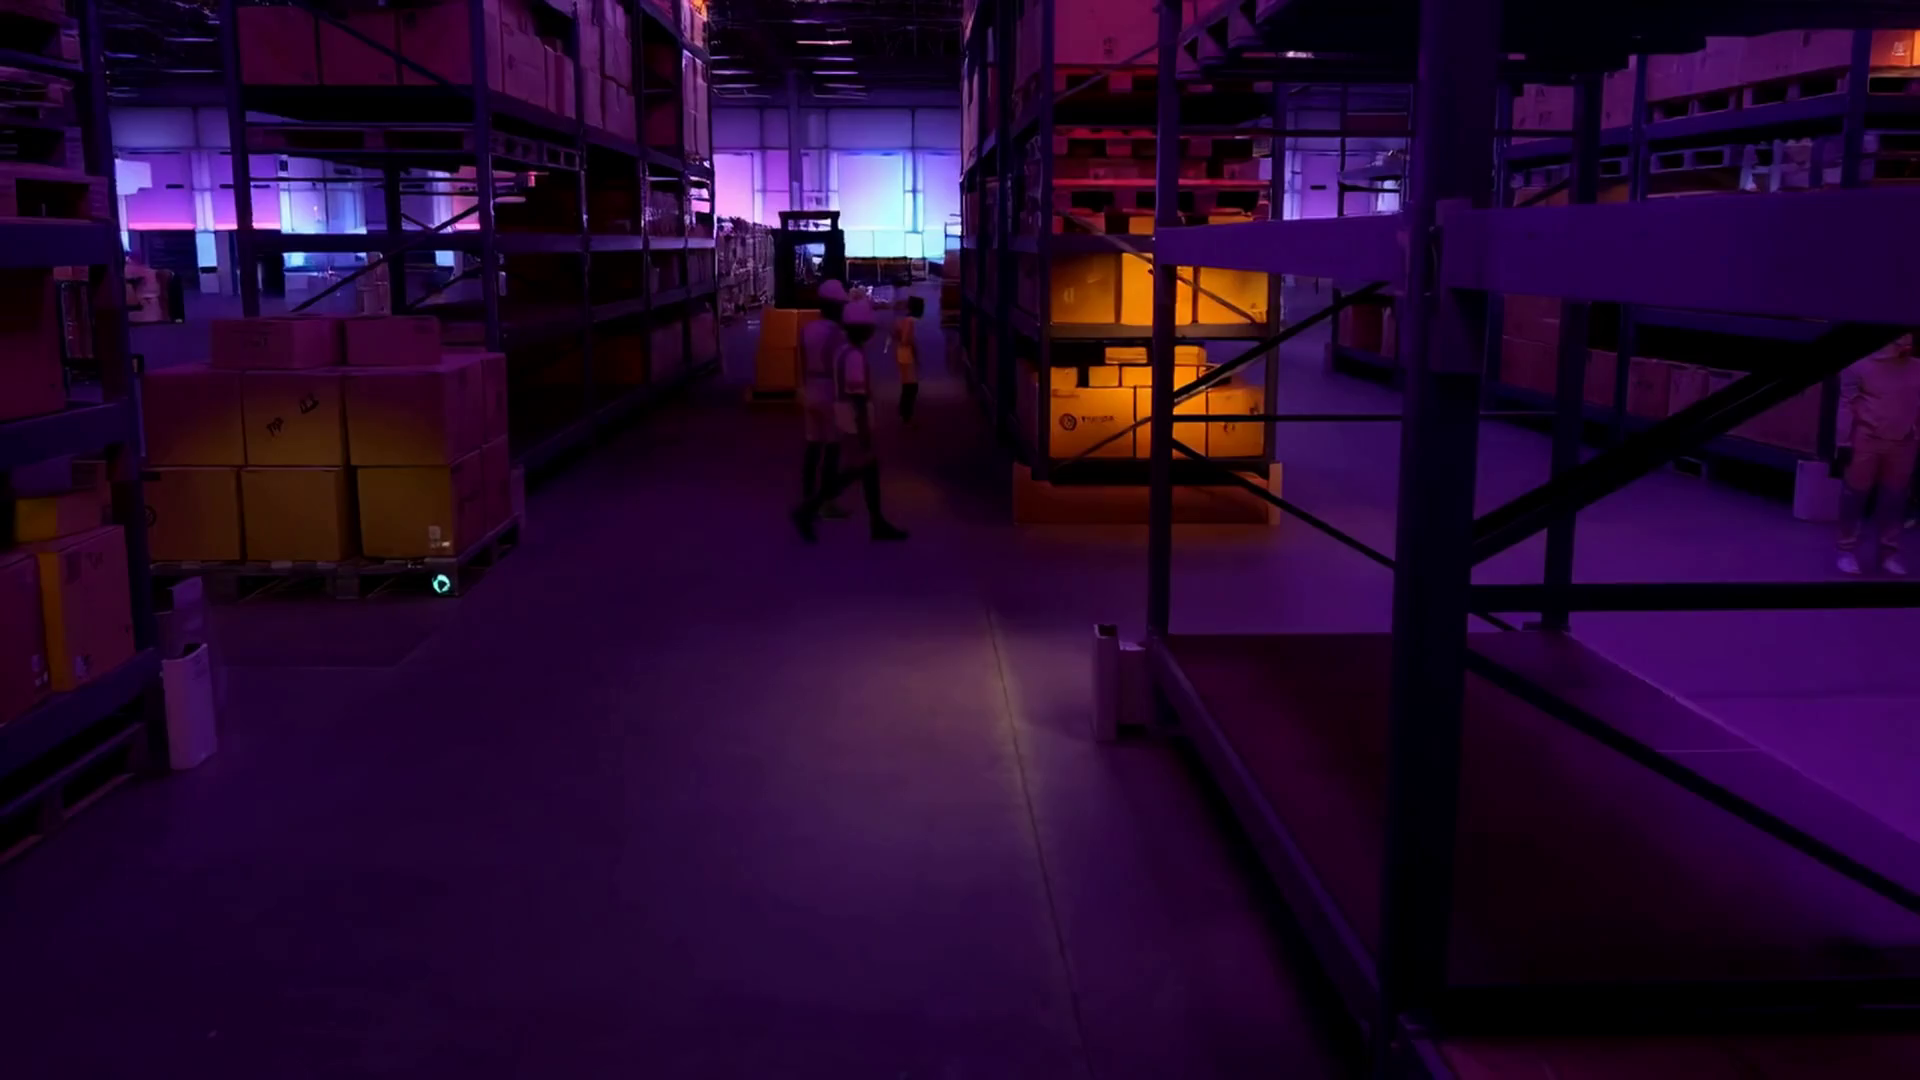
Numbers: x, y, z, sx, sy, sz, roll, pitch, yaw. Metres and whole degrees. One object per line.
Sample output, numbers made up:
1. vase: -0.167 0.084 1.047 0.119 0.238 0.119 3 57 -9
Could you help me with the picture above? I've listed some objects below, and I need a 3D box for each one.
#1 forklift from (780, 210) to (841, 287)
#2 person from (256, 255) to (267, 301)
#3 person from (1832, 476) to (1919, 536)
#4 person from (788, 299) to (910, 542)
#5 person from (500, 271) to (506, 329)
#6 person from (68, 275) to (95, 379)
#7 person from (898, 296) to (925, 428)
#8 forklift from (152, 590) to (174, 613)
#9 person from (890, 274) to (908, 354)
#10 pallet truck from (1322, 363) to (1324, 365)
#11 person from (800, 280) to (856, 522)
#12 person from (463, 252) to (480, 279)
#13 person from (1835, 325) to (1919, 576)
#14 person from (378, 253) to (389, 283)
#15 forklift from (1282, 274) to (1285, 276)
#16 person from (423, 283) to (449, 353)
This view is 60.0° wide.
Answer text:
1. forklift: -2.319 -3.754 26.031 1.129 2.768 1.873 0 10 -2
2. person: -27.729 -10.328 65.580 0.648 1.832 0.518 10 14 44
3. person: 7.449 -0.857 13.288 0.830 1.665 0.529 -1 10 -3
4. person: -0.875 -0.911 12.927 0.884 1.914 0.548 -1 10 -5
5. person: -12.466 -6.607 44.693 0.605 1.909 0.488 7 13 35
6. person: -15.066 -3.632 28.458 0.525 1.769 0.328 10 14 43
7. person: -0.625 -2.271 21.170 0.318 1.664 0.657 -2 10 -10
8. forklift: -5.858 -0.811 9.639 1.873 2.768 1.129 -1 10 -3
9. person: -1.198 -4.745 34.890 0.466 1.685 0.542 3 11 16
10. pallet truck: 7.712 -4.157 30.737 1.885 1.965 0.823 3 11 16
11. person: -1.092 -1.171 14.040 0.441 2.030 0.622 -9 14 -41
12. person: -16.834 -8.954 57.344 0.679 2.000 0.626 8 13 38
13. person: 6.511 -0.692 11.719 0.643 1.900 0.399 1 10 3
14. person: -21.578 -9.779 62.297 0.401 1.919 0.581 0 10 2
15. forklift: 11.395 -10.054 61.131 1.873 2.768 1.129 -4 11 -19
16. person: -9.604 -3.890 30.361 0.844 1.600 0.528 1 10 3
